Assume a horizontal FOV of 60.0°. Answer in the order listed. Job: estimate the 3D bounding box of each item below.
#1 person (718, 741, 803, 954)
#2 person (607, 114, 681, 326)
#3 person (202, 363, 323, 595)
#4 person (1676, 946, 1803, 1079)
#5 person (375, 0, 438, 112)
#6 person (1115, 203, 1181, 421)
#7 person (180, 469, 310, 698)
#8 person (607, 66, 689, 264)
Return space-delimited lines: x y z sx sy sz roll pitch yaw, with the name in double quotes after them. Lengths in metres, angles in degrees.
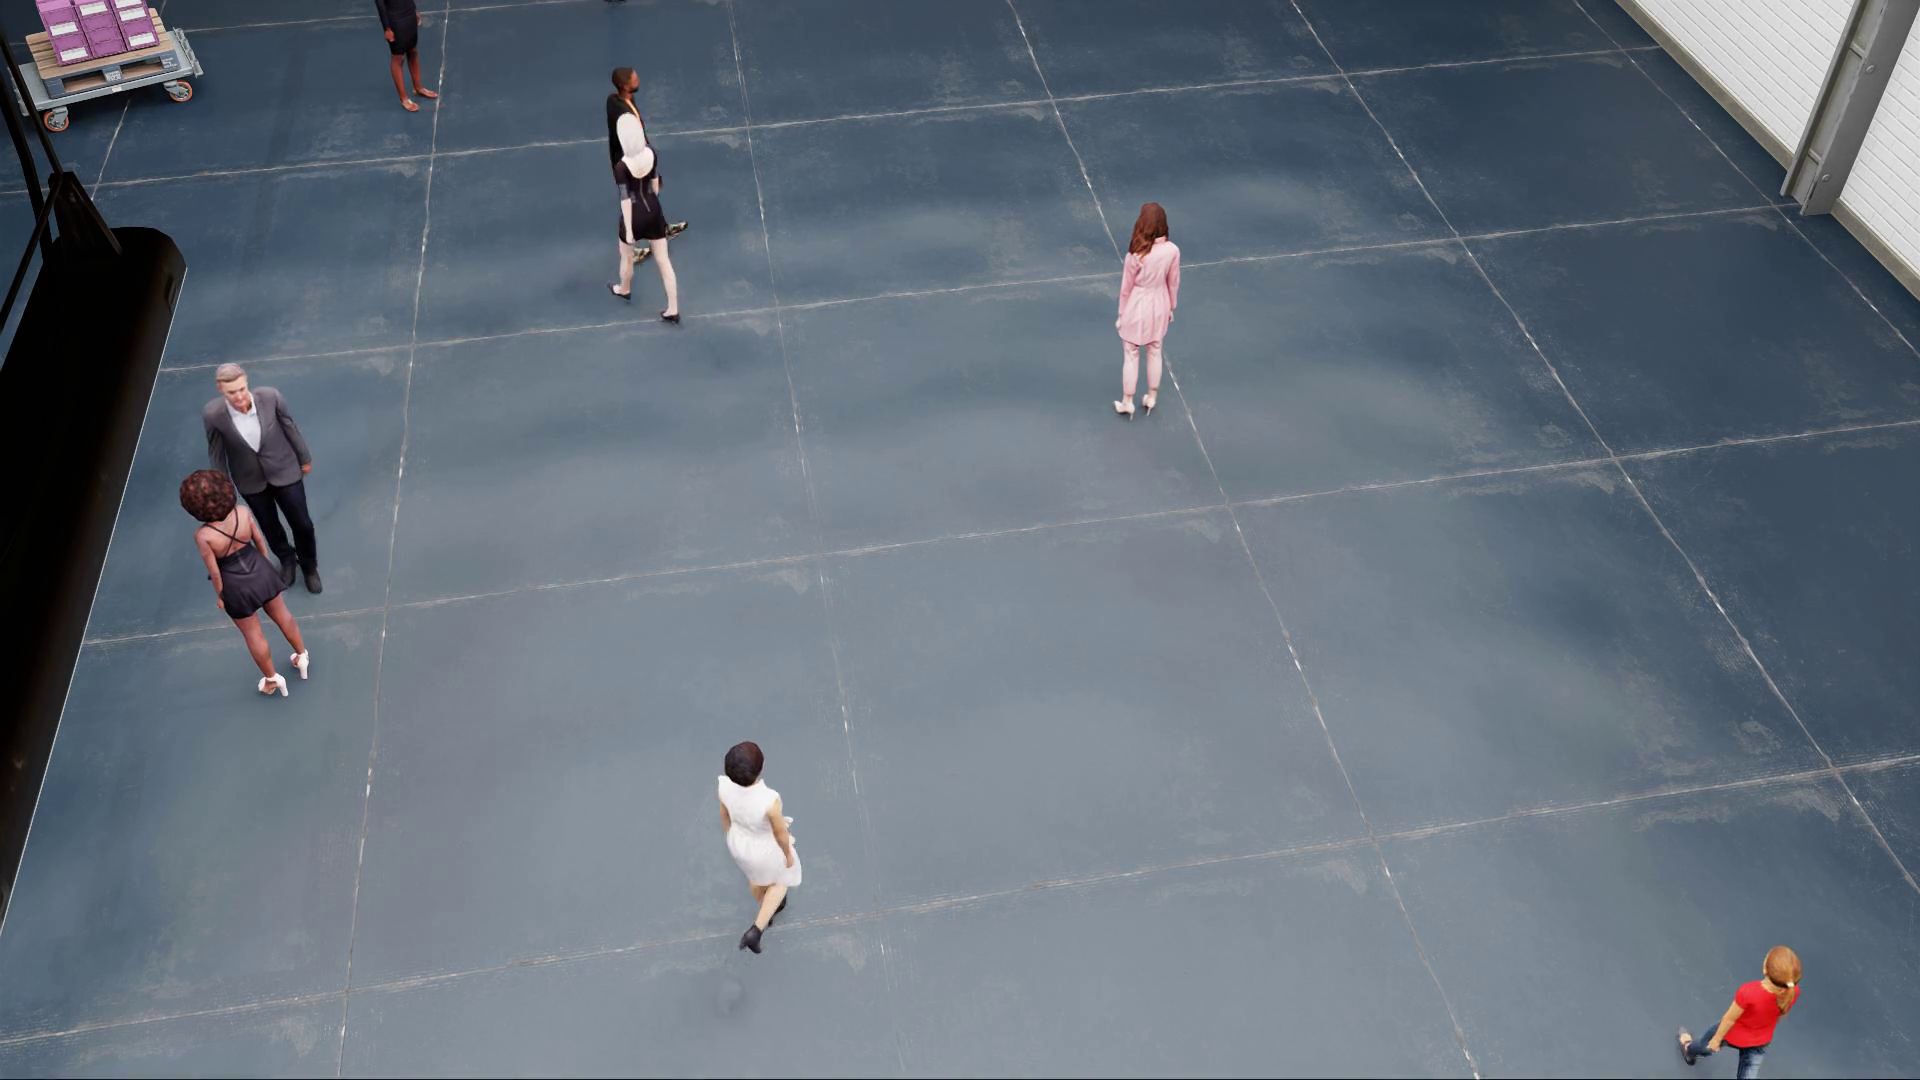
-1.107 1.686 8.926 0.782 1.543 0.876 18 46 18 "person"
-2.429 -2.471 13.105 1.111 1.800 1.001 31 52 28 "person"
-4.578 -0.467 10.983 0.858 1.823 0.805 -14 45 -14 "person"
3.925 2.512 8.249 0.612 1.282 0.942 0 44 0 "person"
-5.314 -4.943 15.757 0.736 1.720 0.641 20 47 20 "person"
1.371 -1.660 12.253 0.629 1.800 0.560 -13 45 -13 "person"
-4.386 0.274 10.231 0.715 1.789 0.656 26 49 25 "person"
-2.771 -3.044 13.718 0.949 1.782 1.000 -27 50 -26 "person"
